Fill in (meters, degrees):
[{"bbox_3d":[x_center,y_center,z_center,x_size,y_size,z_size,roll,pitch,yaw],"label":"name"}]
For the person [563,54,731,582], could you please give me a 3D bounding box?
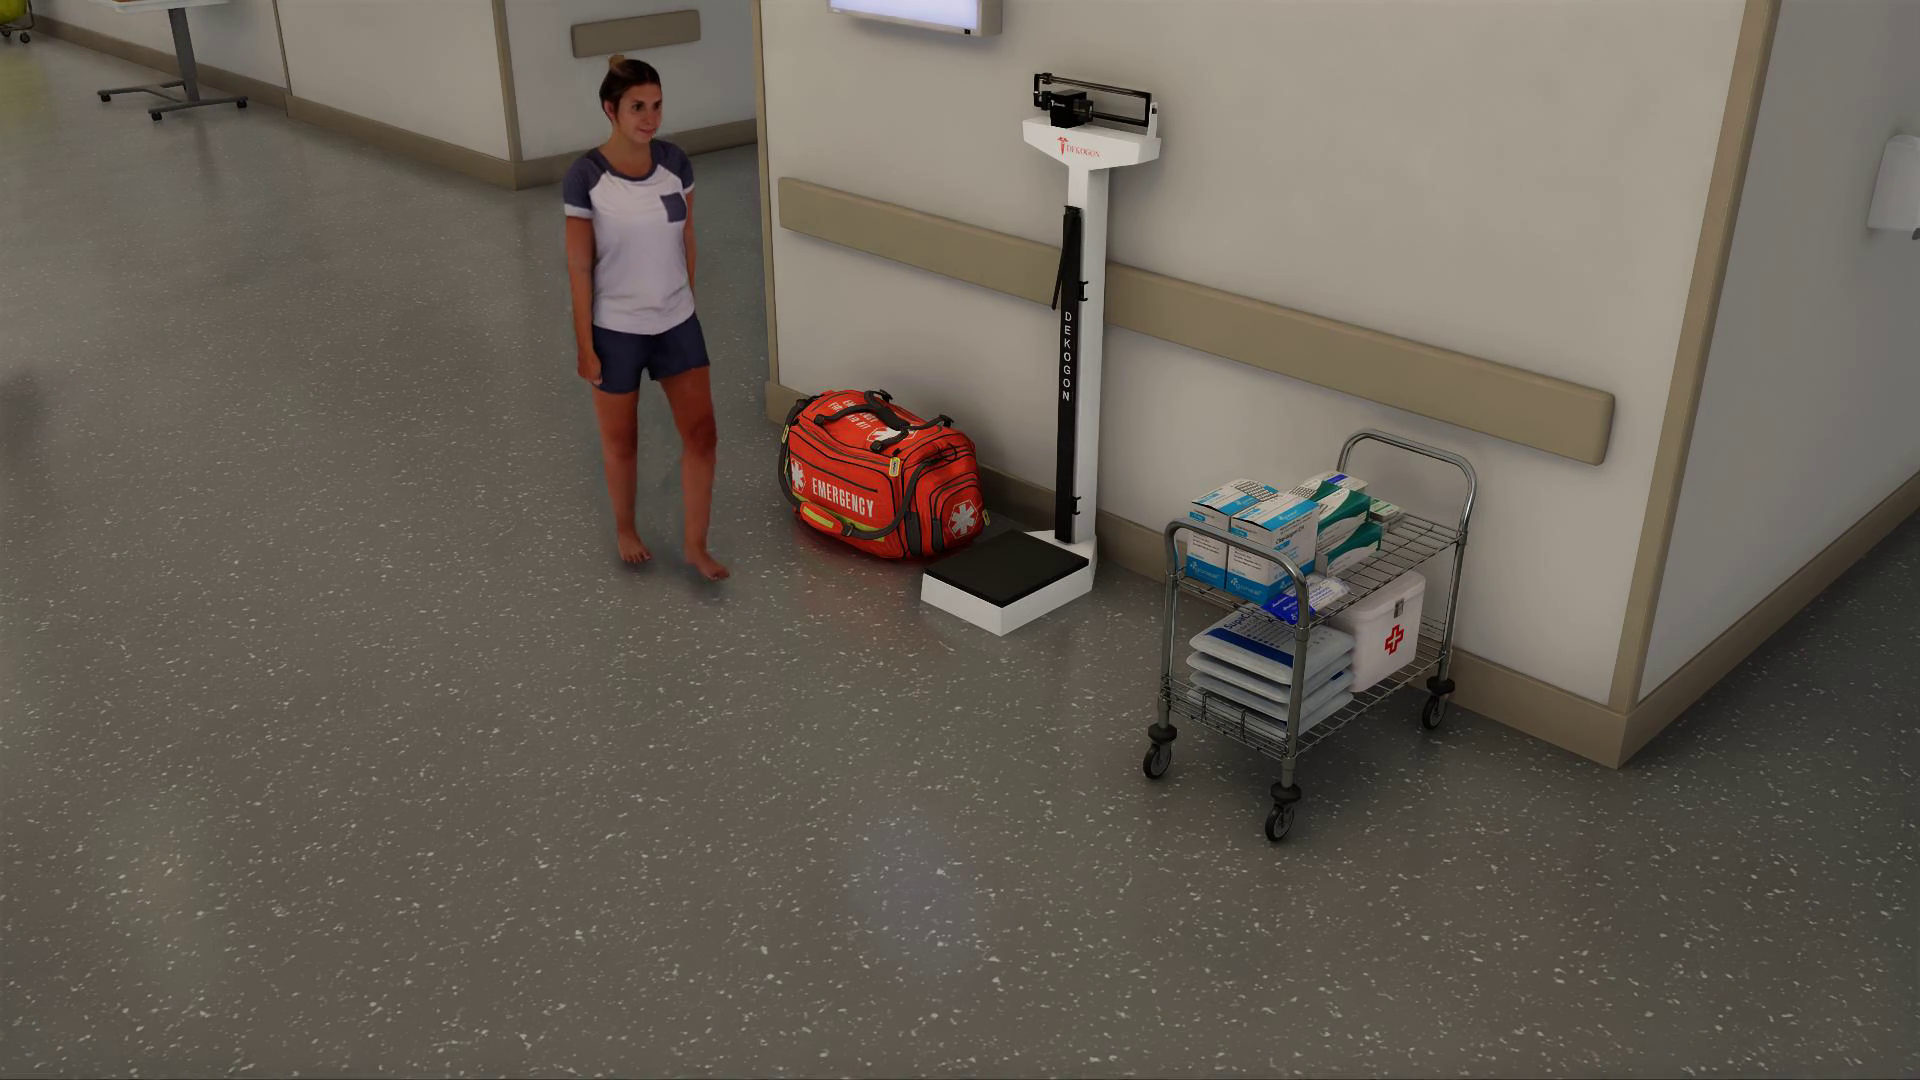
[{"bbox_3d":[-1.019,-0.671,5.171,0.698,1.598,0.821,-14,29,-26],"label":"person"}]
